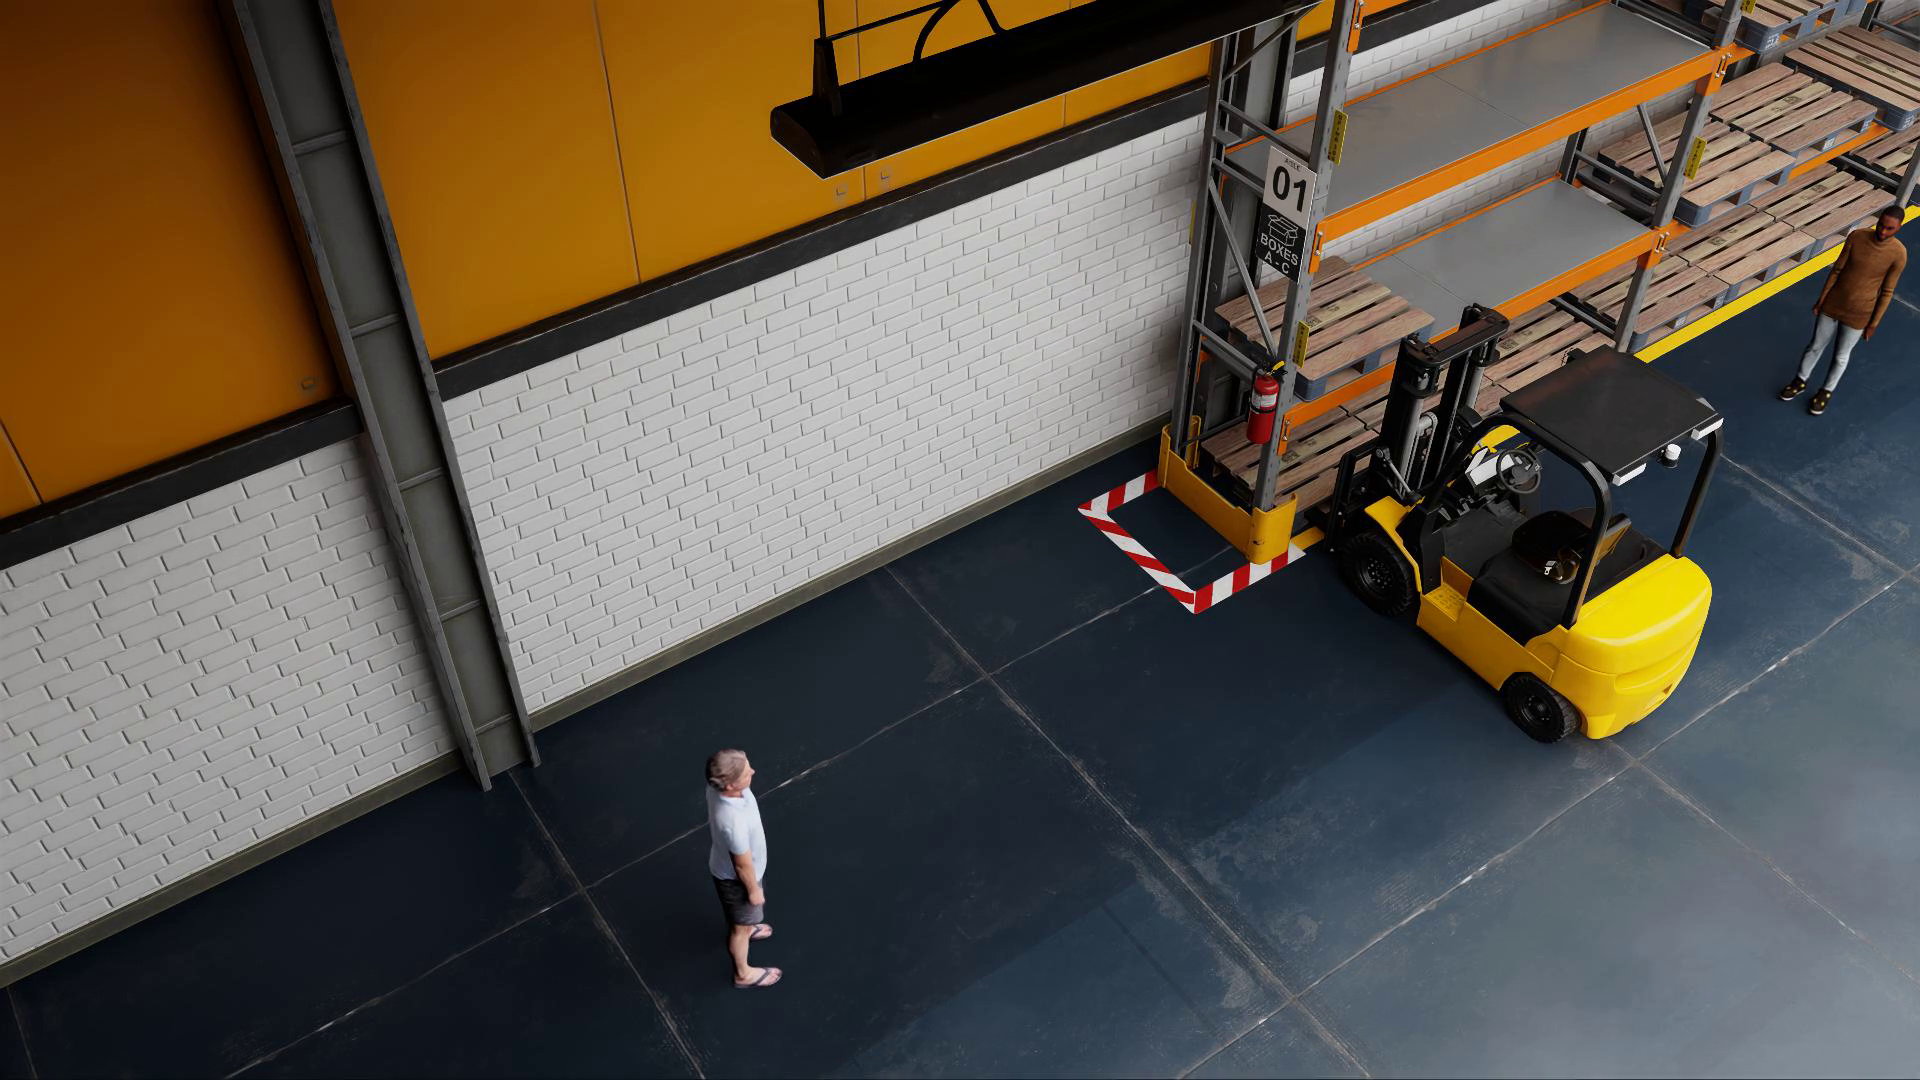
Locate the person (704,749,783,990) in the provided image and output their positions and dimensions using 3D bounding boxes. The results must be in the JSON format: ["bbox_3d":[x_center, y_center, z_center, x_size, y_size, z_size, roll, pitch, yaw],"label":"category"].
[{"bbox_3d":[-1.221,1.762,9.045,0.688,1.830,0.711,-8,44,-8],"label":"person"}]

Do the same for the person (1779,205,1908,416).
[{"bbox_3d":[6.849,-1.799,12.793,0.597,1.816,0.667,-34,53,-30],"label":"person"}]
